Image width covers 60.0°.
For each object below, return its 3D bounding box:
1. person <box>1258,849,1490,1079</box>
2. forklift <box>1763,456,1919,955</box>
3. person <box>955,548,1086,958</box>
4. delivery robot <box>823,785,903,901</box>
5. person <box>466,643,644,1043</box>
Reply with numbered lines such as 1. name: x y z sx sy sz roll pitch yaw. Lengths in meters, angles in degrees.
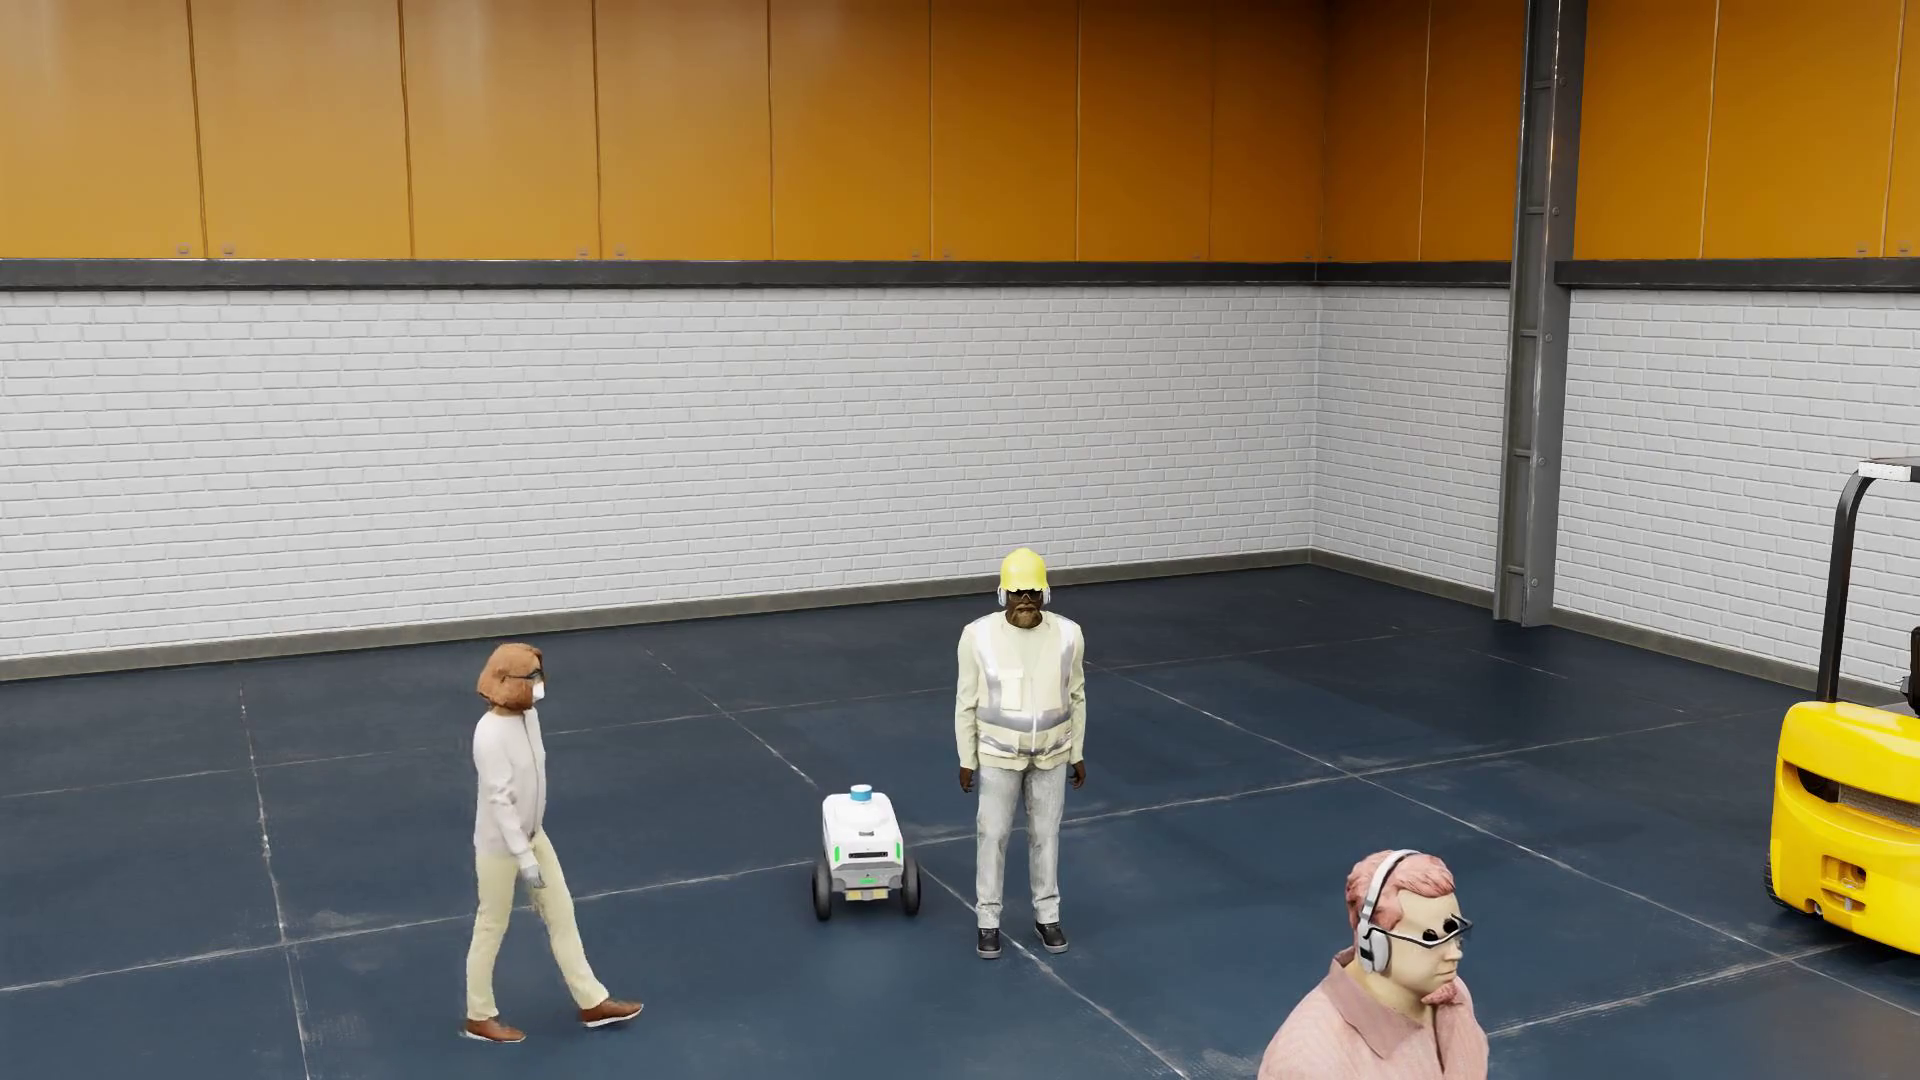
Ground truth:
1. person: 0.873 1.548 3.380 0.407 1.908 0.641 9 12 43
2. forklift: 4.857 0.731 7.561 2.313 2.155 1.214 -4 10 -25
3. person: 0.279 0.939 7.383 0.600 1.831 0.404 -2 9 -11
4. delivery robot: -0.474 1.424 8.022 0.477 0.478 0.707 -1 9 -8
5. person: -1.637 1.201 6.487 0.715 1.607 0.508 2 9 11
